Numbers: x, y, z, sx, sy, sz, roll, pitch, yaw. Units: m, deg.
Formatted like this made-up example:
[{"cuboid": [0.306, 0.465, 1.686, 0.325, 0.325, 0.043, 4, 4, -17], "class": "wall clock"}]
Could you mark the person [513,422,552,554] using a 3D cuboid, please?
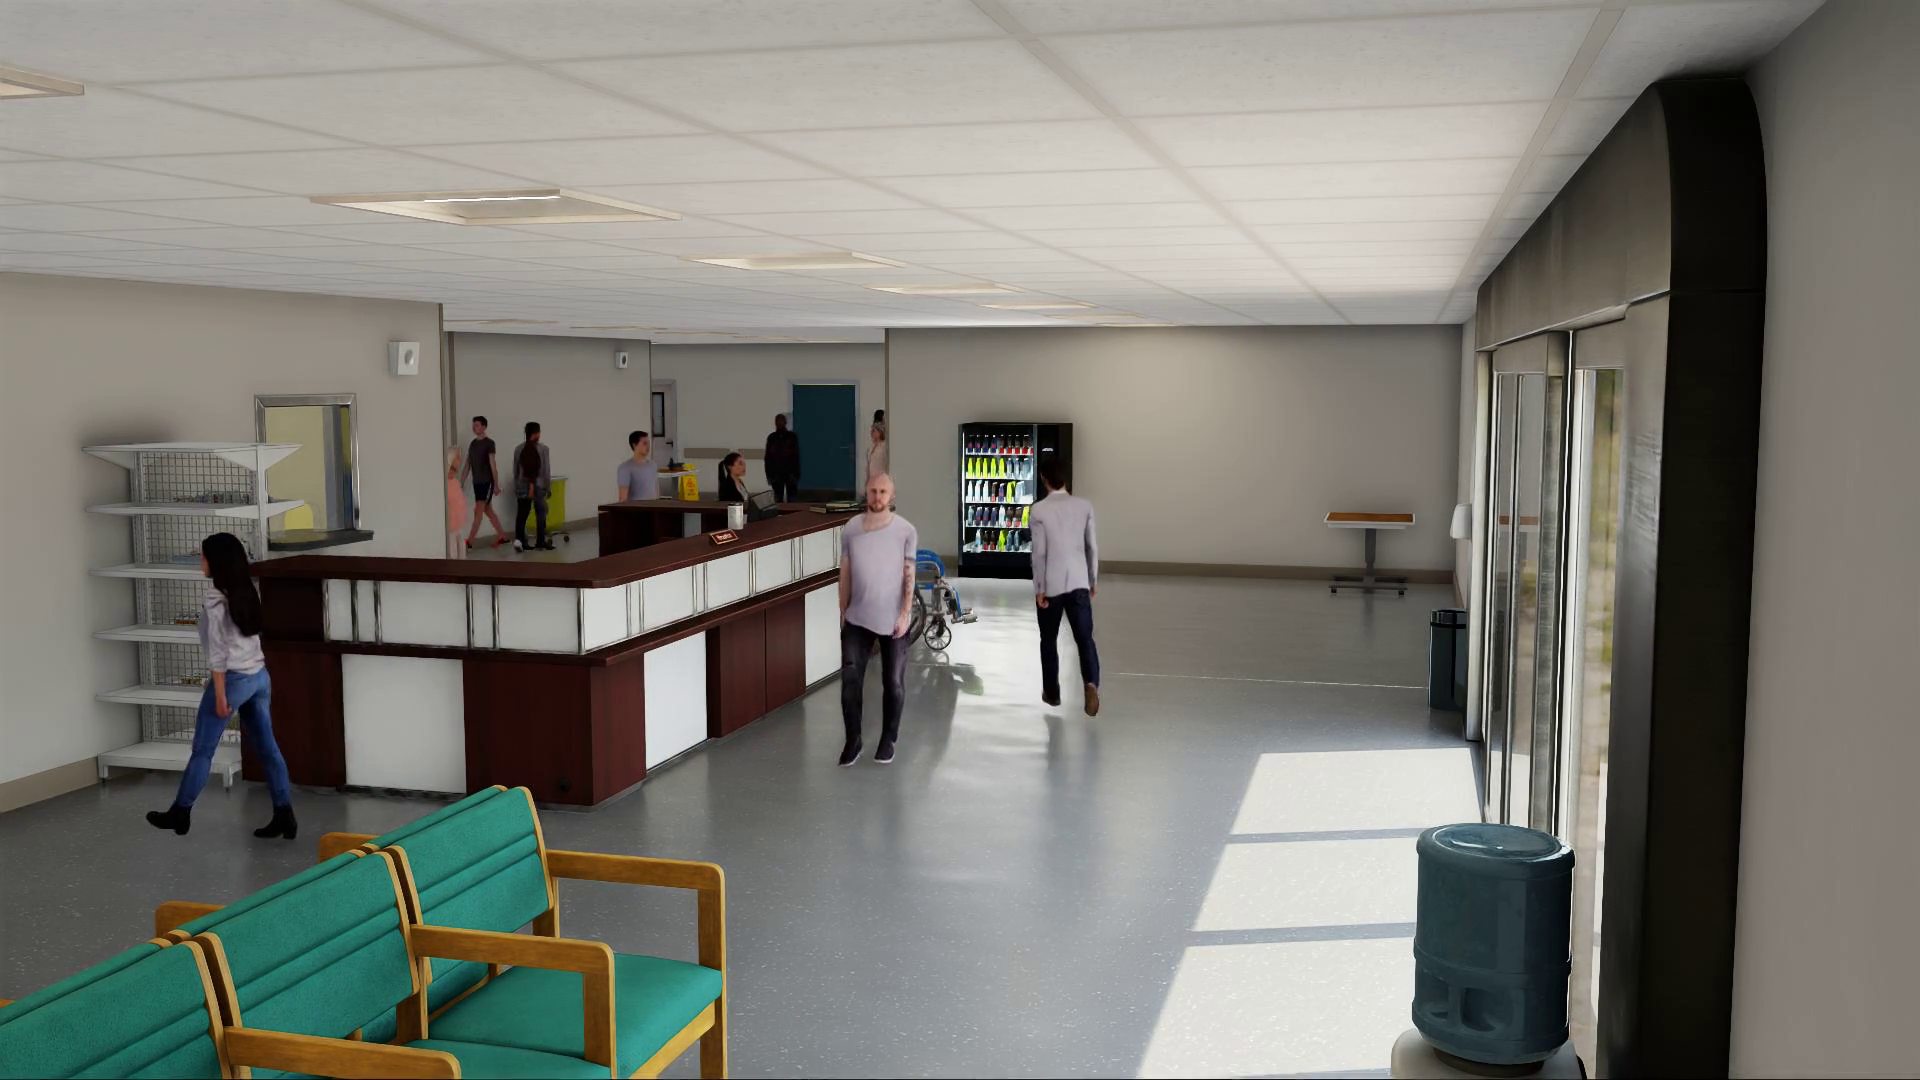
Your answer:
[{"cuboid": [-5.869, -0.725, 22.631, 0.940, 1.779, 0.969, -1, 6, -10], "class": "person"}]

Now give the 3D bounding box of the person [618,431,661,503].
[{"cuboid": [-3.258, -0.159, 16.638, 0.771, 1.853, 0.743, 3, 7, 30], "class": "person"}]

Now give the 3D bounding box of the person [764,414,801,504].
[{"cuboid": [-2.672, -1.007, 25.302, 0.901, 1.804, 0.884, 0, 6, 2], "class": "person"}]

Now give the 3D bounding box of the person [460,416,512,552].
[{"cuboid": [-6.424, -0.741, 22.679, 1.216, 1.802, 1.042, 5, 7, 39], "class": "person"}]

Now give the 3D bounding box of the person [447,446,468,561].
[{"cuboid": [-5.107, -0.069, 16.430, 0.836, 1.714, 0.631, 1, 6, 11], "class": "person"}]

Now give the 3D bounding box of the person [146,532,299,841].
[{"cuboid": [-3.635, 0.784, 8.576, 1.023, 1.590, 0.678, 1, 6, 7], "class": "person"}]

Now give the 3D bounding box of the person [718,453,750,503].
[{"cuboid": [-2.287, -0.027, 16.366, 0.807, 1.644, 0.602, 2, 6, 16], "class": "person"}]

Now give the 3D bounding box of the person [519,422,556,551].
[{"cuboid": [-5.936, -0.708, 22.590, 0.911, 1.753, 0.851, -4, 7, -33], "class": "person"}]

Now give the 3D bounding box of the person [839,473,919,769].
[{"cuboid": [-0.483, 0.484, 10.399, 0.688, 1.822, 0.772, 1, 6, 7], "class": "person"}]

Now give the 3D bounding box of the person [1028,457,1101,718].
[{"cuboid": [0.757, 0.350, 11.779, 1.222, 1.813, 1.084, -1, 6, -9], "class": "person"}]
